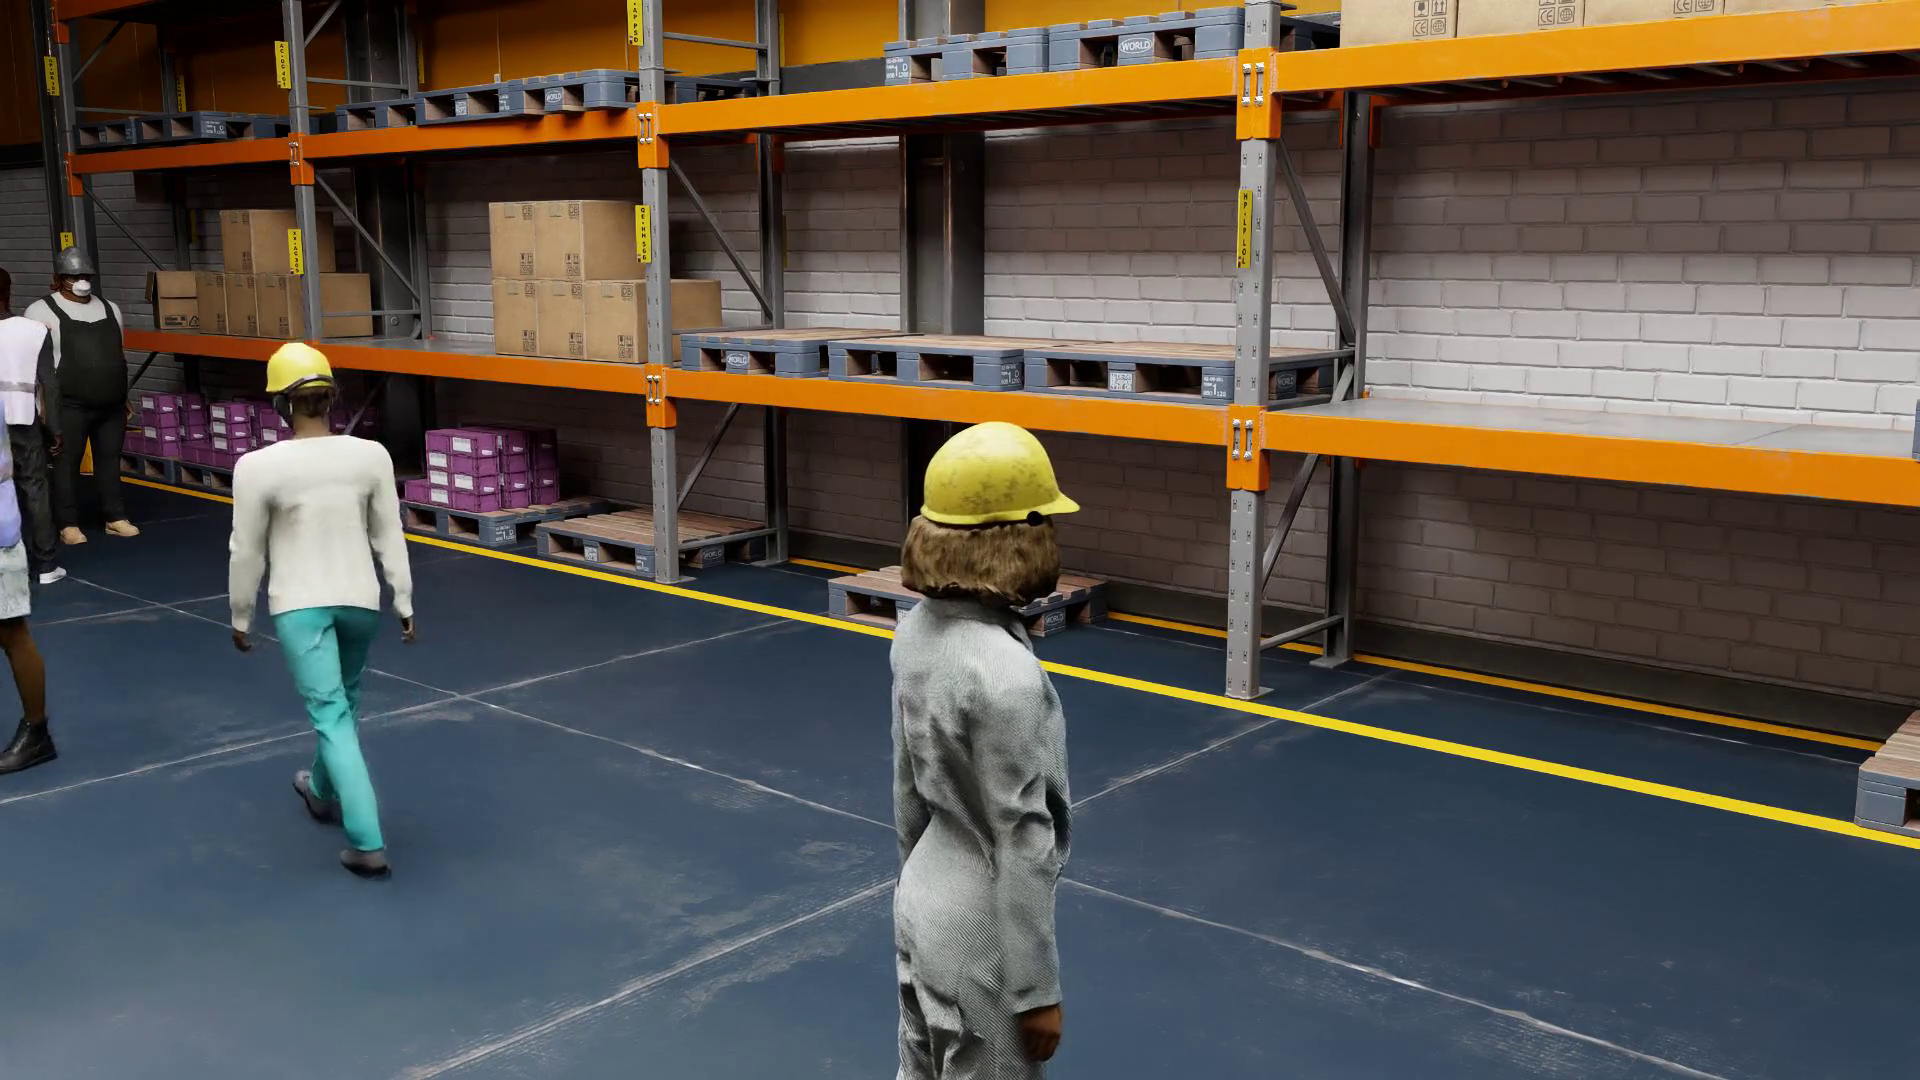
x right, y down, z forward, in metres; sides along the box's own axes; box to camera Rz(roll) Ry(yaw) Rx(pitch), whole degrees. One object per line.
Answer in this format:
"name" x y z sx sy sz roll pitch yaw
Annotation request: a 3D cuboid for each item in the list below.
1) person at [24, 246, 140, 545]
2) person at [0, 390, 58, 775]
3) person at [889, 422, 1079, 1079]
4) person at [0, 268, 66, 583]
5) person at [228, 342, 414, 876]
"person" -6.010 -1.000 11.476 0.538 2.000 0.689 6 12 32
"person" -3.777 -0.017 6.280 0.545 1.909 0.606 5 11 26
"person" 0.047 0.671 2.804 0.300 1.745 0.483 -4 11 -23
"person" -5.706 -0.671 9.954 0.597 1.915 0.370 -5 11 -25
"person" -2.140 0.206 5.531 0.540 1.704 0.915 -10 14 -44
